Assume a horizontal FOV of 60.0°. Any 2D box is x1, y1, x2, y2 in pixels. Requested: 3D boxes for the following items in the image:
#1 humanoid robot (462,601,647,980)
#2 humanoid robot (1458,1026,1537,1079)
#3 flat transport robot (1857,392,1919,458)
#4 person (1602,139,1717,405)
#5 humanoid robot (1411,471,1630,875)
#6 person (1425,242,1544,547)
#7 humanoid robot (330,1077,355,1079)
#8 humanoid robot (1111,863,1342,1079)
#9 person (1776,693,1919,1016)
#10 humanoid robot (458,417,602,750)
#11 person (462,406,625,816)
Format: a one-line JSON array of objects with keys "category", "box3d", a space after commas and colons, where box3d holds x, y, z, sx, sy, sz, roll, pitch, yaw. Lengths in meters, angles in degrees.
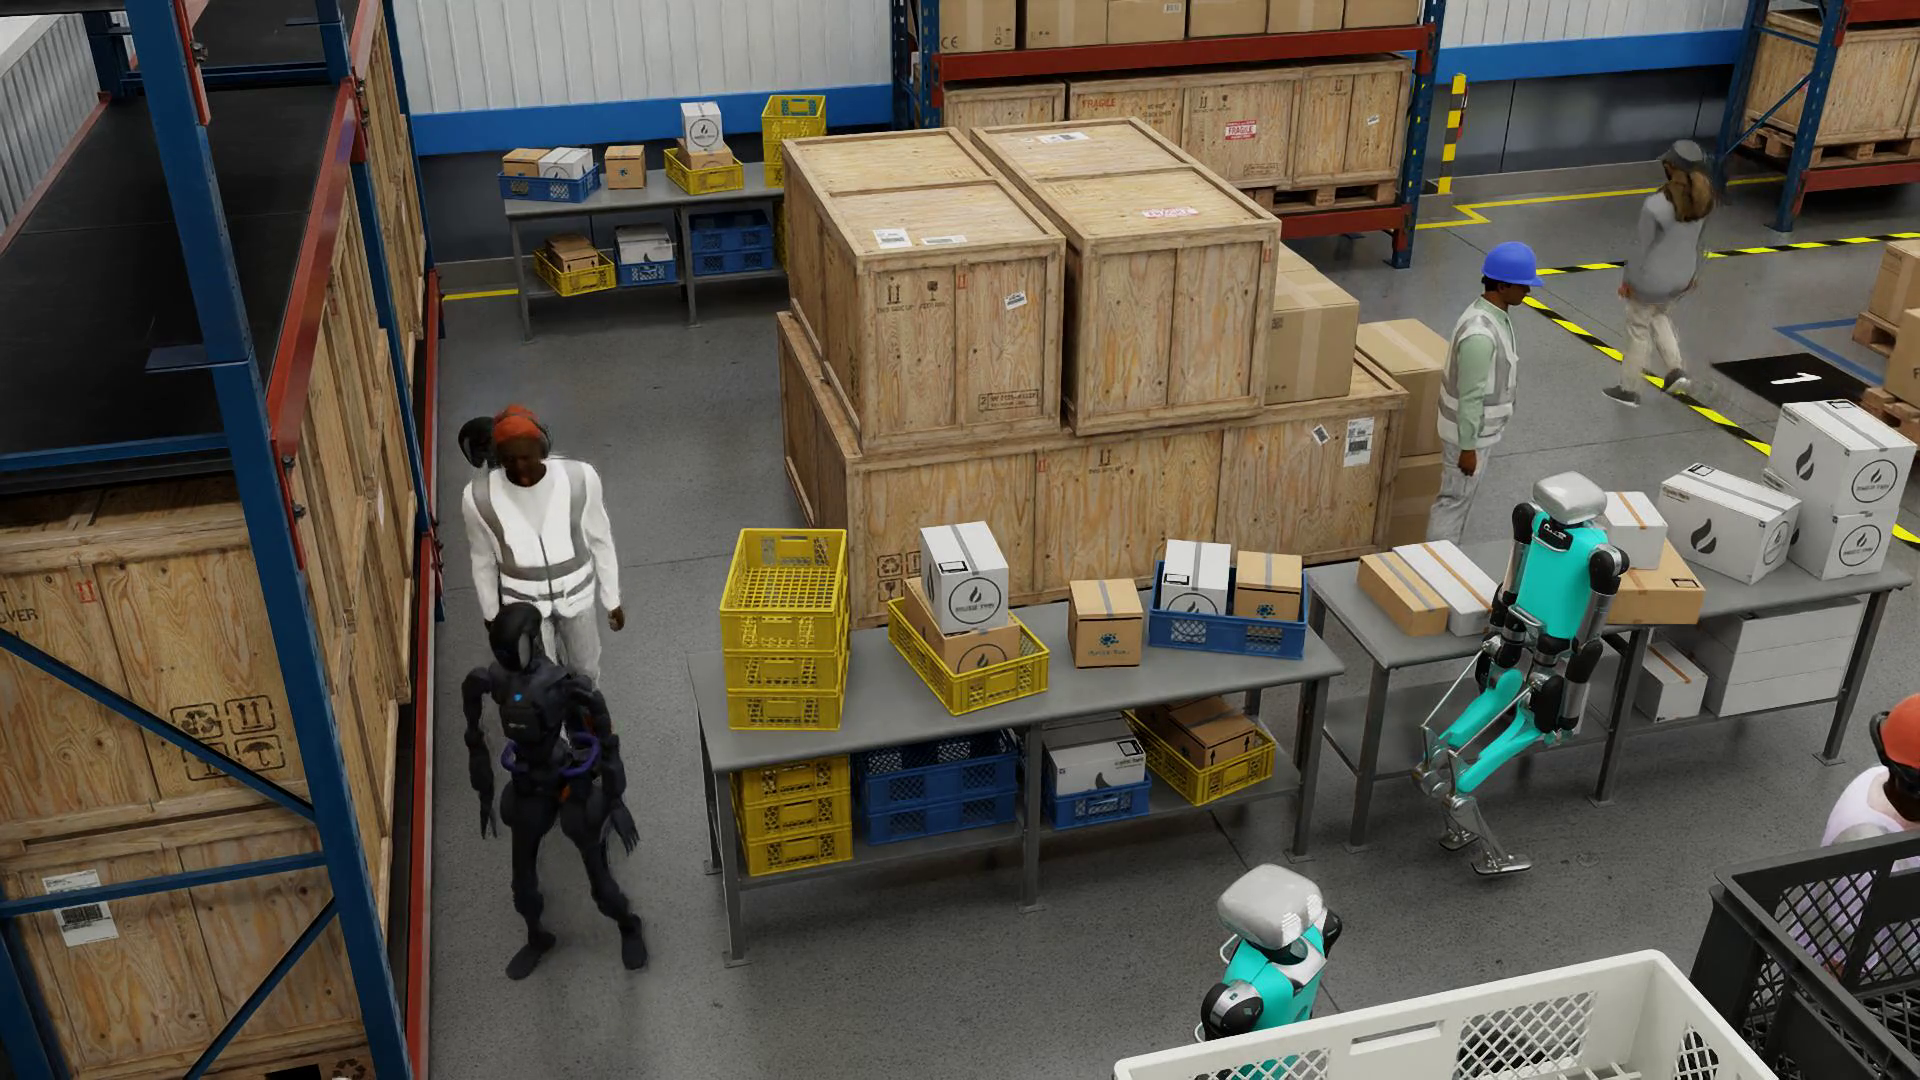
[{"category": "humanoid robot", "box3d": [-1.460, 0.899, 6.025, 0.615, 1.635, 0.396, 4, 29, 7]}, {"category": "humanoid robot", "box3d": [1.329, 1.893, 4.214, 0.387, 1.636, 0.587, 21, 35, 33]}, {"category": "flat transport robot", "box3d": [6.184, -0.563, 10.110, 0.652, 0.197, 1.431, -7, 30, -13]}, {"category": "person", "box3d": [4.473, -1.687, 10.635, 0.567, 1.759, 0.432, -14, 32, -24]}, {"category": "humanoid robot", "box3d": [2.058, 0.568, 6.424, 0.735, 1.677, 0.533, -12, 31, -21]}, {"category": "person", "box3d": [2.619, -0.579, 8.442, 0.407, 1.939, 0.601, 12, 31, 21]}, {"category": "humanoid robot", "box3d": [-1.386, 2.083, 3.823, 0.544, 1.776, 0.904, 7, 30, 12]}, {"category": "humanoid robot", "box3d": [0.609, 1.534, 4.671, 0.735, 1.676, 0.533, 22, 36, 34]}, {"category": "person", "box3d": [2.620, 1.308, 4.906, 0.388, 2.044, 0.606, 17, 33, 27]}, {"category": "humanoid robot", "box3d": [-1.858, 0.202, 7.307, 0.464, 1.636, 0.610, -1, 29, -2]}, {"category": "person", "box3d": [-1.760, 0.217, 7.097, 0.593, 1.856, 0.723, -10, 30, -17]}]
